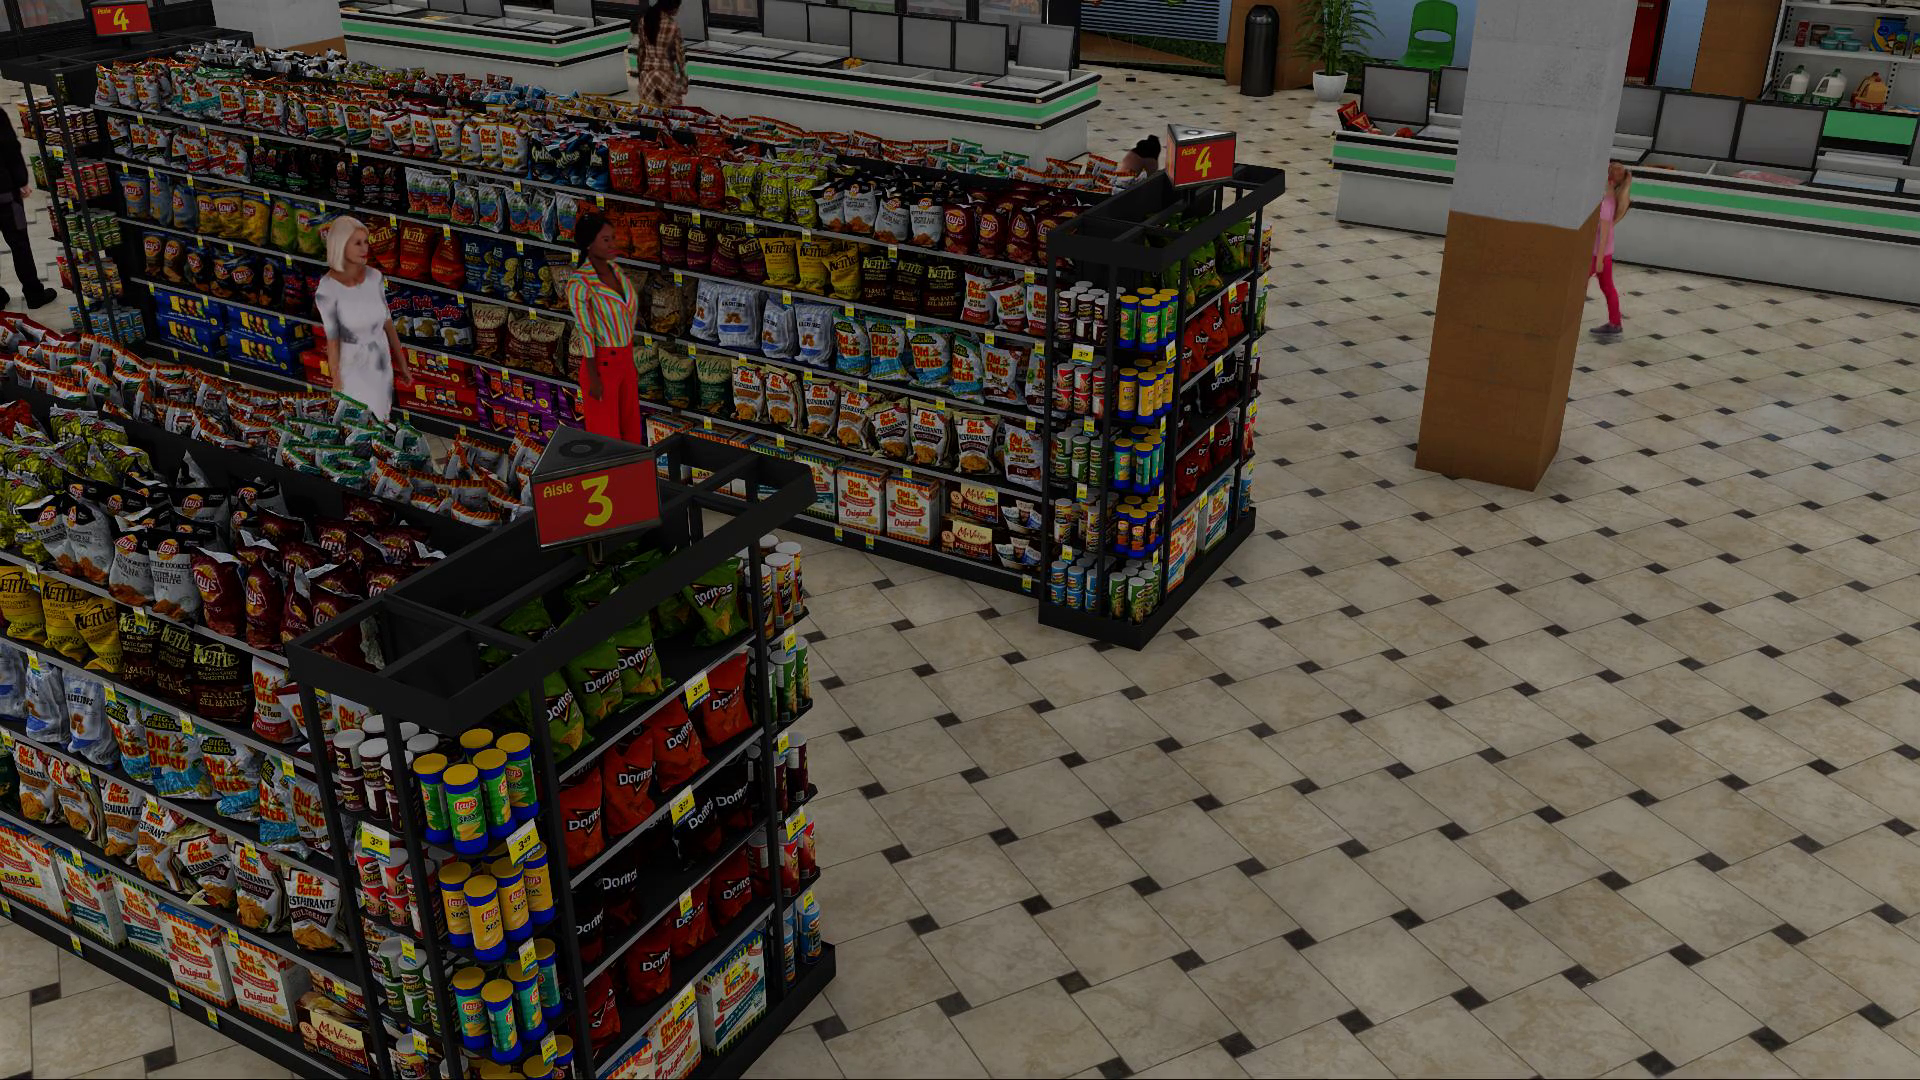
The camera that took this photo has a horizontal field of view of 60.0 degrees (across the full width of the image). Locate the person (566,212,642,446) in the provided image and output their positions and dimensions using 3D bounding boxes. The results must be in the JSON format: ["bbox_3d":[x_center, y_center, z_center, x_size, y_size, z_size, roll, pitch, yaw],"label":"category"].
[{"bbox_3d":[-1.845,-0.842,8.742,0.569,1.793,0.621,10,29,19],"label":"person"}]

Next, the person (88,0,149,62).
[{"bbox_3d":[-8.153,-4.655,16.226,0.594,1.824,0.685,16,31,28],"label":"person"}]

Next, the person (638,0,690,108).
[{"bbox_3d":[-2.787,-4.193,15.385,0.640,1.760,0.764,-3,27,-5],"label":"person"}]

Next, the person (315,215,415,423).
[{"bbox_3d":[-3.253,-0.905,8.938,0.951,1.726,0.606,12,29,23],"label":"person"}]

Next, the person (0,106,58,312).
[{"bbox_3d":[-7.103,-2.588,12.133,0.759,1.839,0.860,-4,27,-7],"label":"person"}]

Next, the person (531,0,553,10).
[{"bbox_3d":[-5.704,-7.690,22.288,0.549,1.755,0.589,20,33,34],"label":"person"}]
